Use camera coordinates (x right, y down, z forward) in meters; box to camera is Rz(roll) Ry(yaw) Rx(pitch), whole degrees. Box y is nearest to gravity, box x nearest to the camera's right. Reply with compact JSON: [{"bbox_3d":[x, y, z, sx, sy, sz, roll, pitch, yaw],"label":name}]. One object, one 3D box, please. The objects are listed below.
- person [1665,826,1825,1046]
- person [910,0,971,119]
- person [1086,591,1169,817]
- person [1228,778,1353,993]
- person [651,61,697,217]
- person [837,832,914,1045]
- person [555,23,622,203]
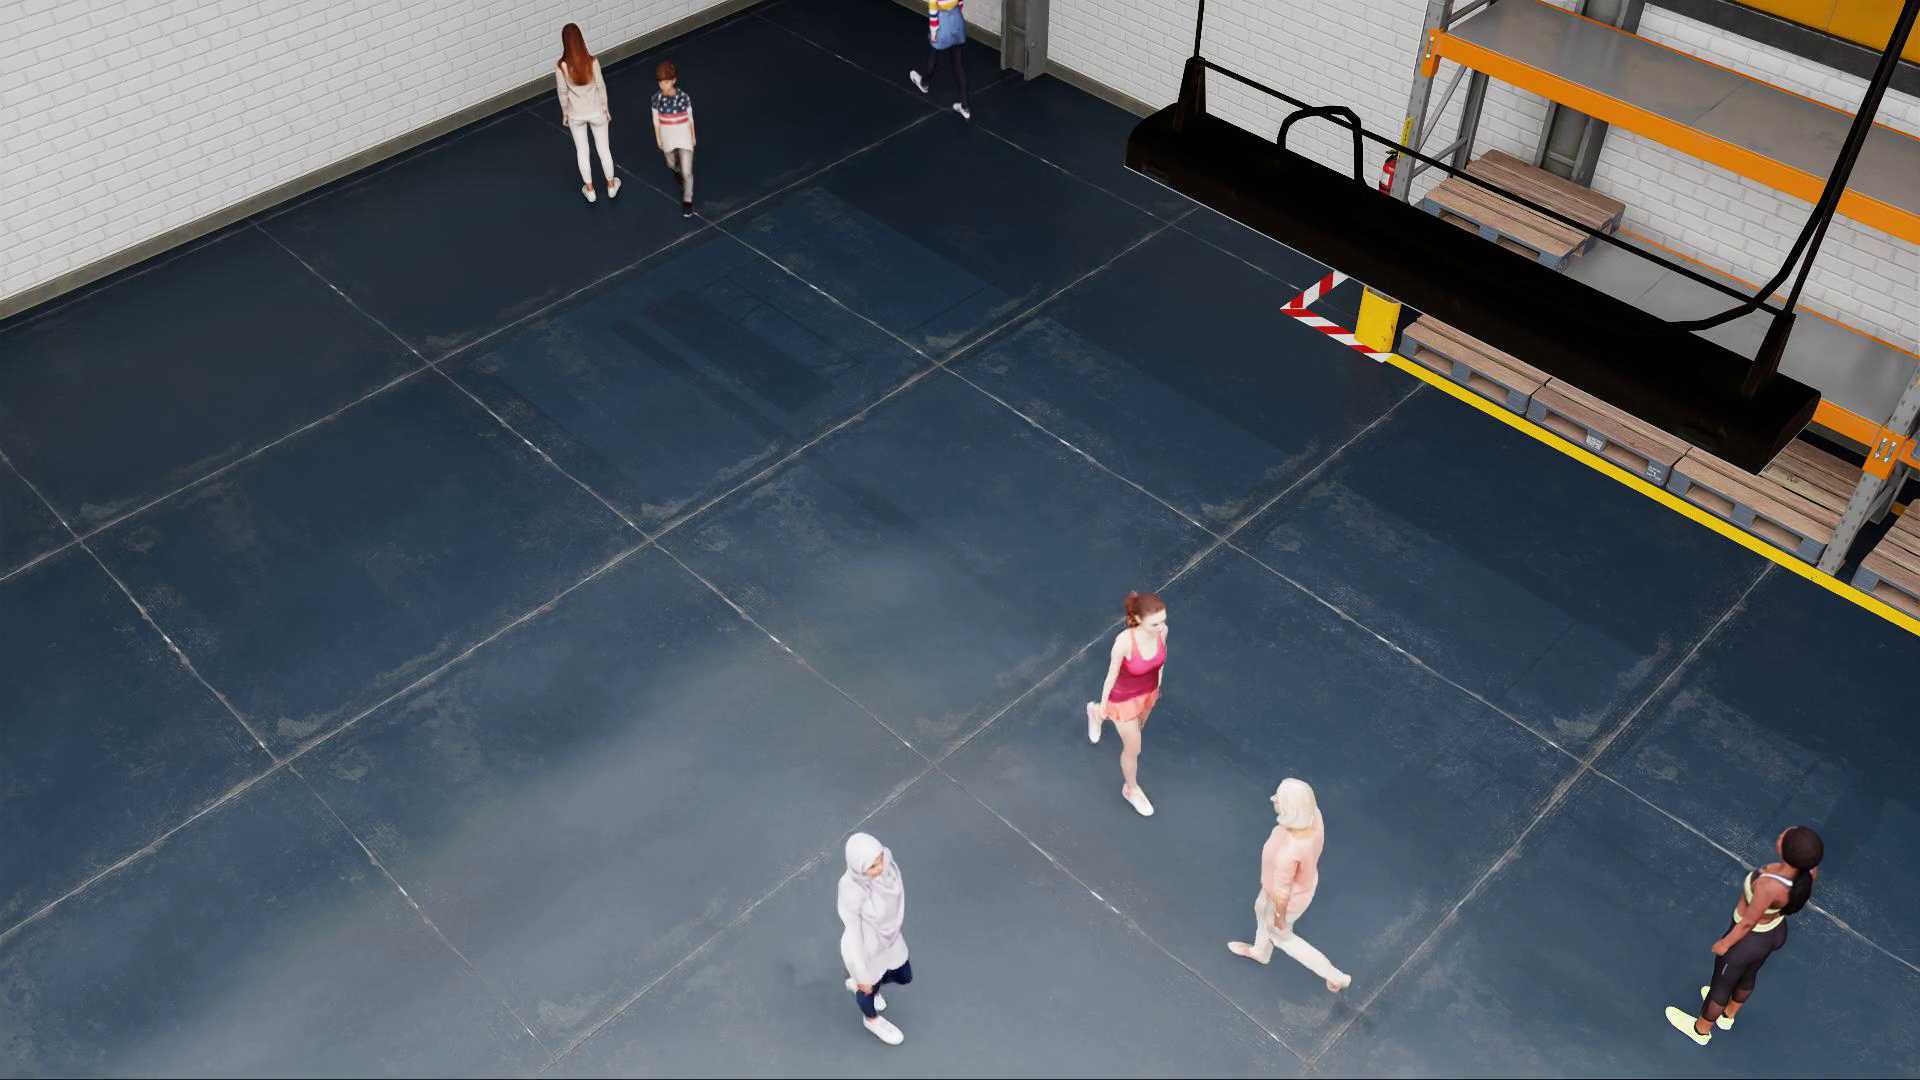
[{"bbox_3d":[4.225,2.111,8.838,0.616,1.755,0.602,-20,47,-20],"label":"person"},{"bbox_3d":[-0.064,-4.975,16.273,0.801,1.760,1.157,-25,49,-24],"label":"person"},{"bbox_3d":[1.001,0.887,10.147,0.726,1.723,1.087,-23,48,-23],"label":"person"},{"bbox_3d":[1.884,1.926,9.074,1.037,1.698,0.793,19,47,19],"label":"person"},{"bbox_3d":[-2.602,-3.732,15.217,0.893,1.417,0.976,-1,44,-1],"label":"person"},{"bbox_3d":[-0.533,2.104,8.839,0.699,1.766,0.663,26,49,25],"label":"person"},{"bbox_3d":[-3.407,-3.886,15.164,0.698,1.713,0.727,-8,44,-8],"label":"person"}]
